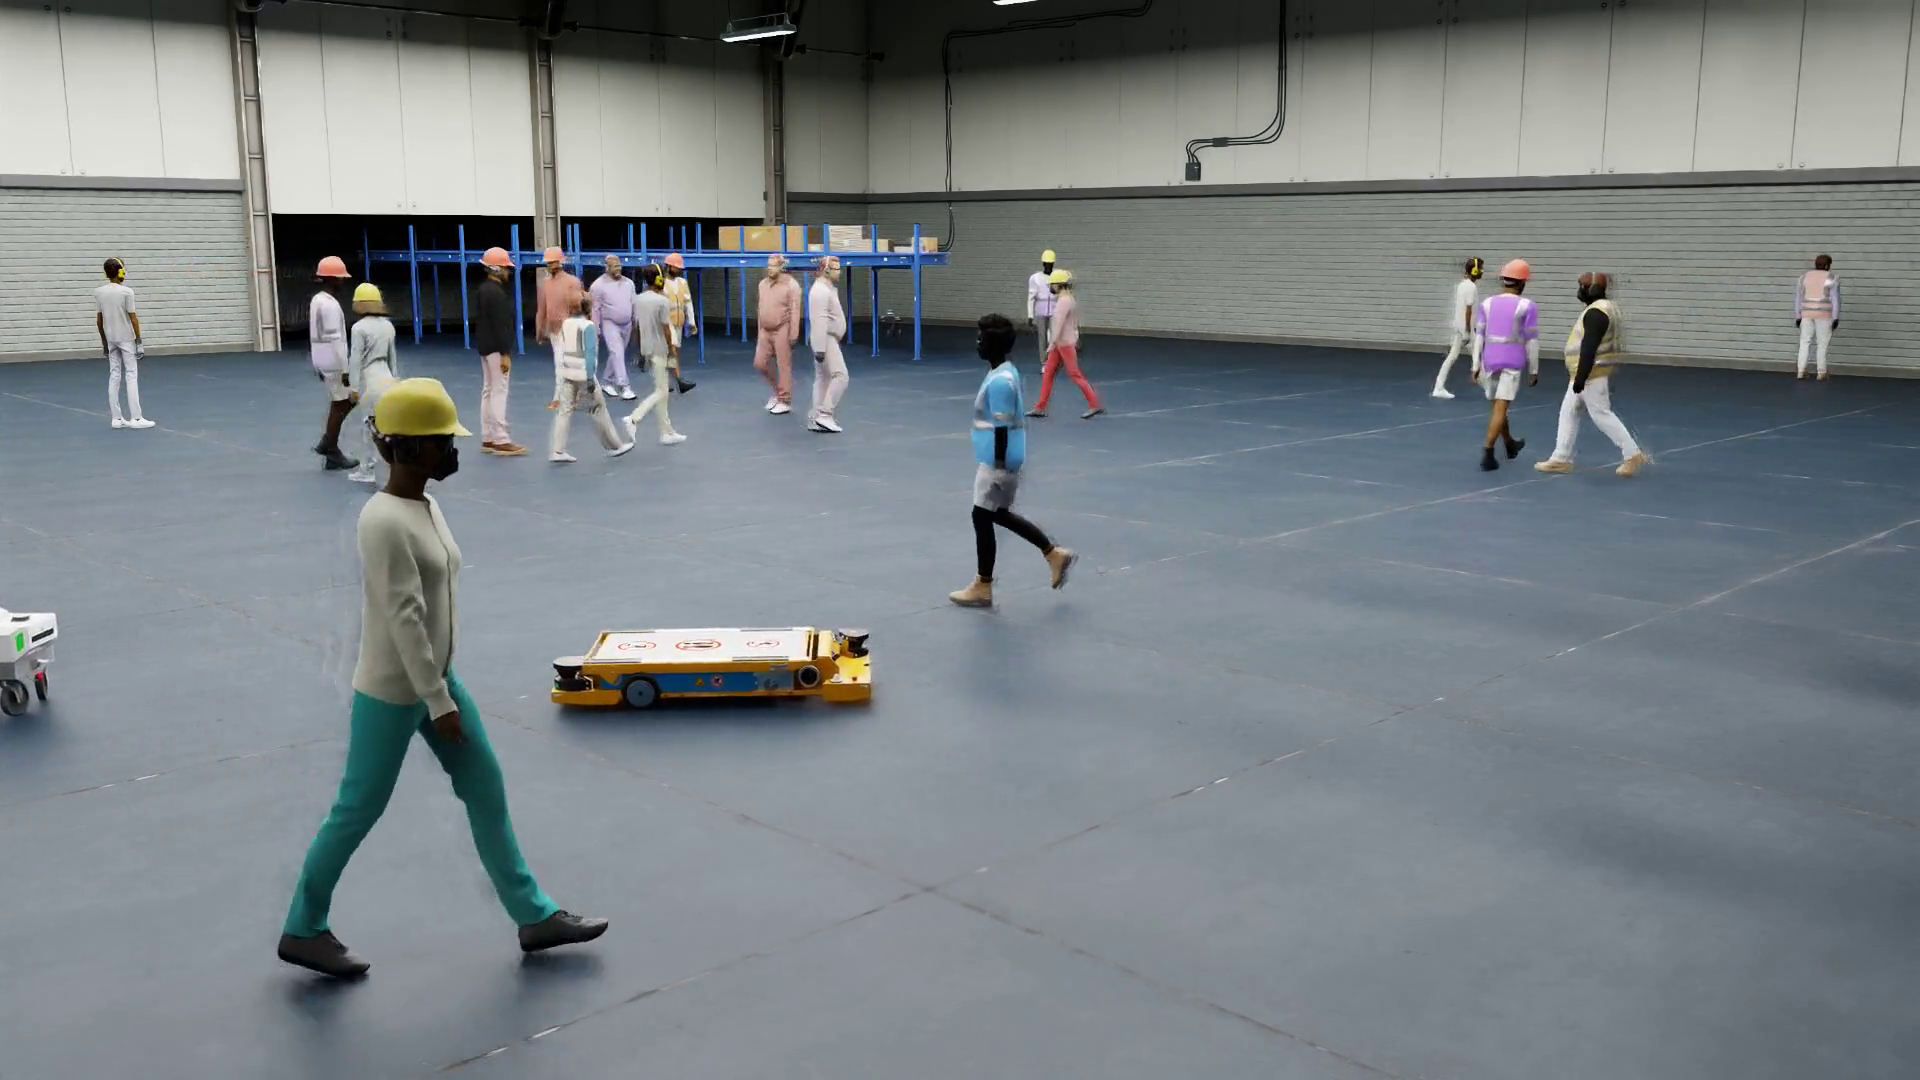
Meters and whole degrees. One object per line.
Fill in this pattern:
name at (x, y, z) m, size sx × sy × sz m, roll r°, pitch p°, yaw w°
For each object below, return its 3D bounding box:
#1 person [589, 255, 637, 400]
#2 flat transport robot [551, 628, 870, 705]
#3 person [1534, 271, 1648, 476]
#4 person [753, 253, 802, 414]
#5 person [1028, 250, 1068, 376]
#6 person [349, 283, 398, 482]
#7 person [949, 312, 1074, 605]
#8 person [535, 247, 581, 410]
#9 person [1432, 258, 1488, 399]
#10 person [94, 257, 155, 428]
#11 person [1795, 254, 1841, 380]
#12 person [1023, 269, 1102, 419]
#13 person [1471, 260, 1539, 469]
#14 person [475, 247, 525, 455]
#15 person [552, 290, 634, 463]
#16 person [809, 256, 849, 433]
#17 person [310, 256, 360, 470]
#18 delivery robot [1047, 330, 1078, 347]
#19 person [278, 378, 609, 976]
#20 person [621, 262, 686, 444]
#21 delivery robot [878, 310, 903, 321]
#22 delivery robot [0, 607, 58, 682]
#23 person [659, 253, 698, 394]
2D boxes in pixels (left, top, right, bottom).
person at (-4.483, -2.778, 21.687) m, size 0.983 × 1.866 × 0.651 m, roll 9°, pitch 14°, yaw 42°
flat transport robot at (-1.140, 0.581, 7.803) m, size 1.431 × 0.197 × 0.652 m, roll -1°, pitch 10°, yaw -4°
person at (5.657, -1.470, 14.721) m, size 0.909 × 1.812 × 0.625 m, roll 4°, pitch 11°, yaw 19°
person at (-2.188, -2.454, 19.795) m, size 0.670 × 1.894 × 0.432 m, roll 7°, pitch 13°, yaw 34°
person at (1.334, -3.428, 25.165) m, size 0.606 × 1.868 × 1.004 m, roll 0°, pitch 10°, yaw -1°
person at (-4.942, -1.330, 14.175) m, size 0.799 × 1.714 × 0.497 m, roll 3°, pitch 11°, yaw 18°
person at (0.295, -0.465, 9.541) m, size 0.649 × 1.677 × 0.538 m, roll 1°, pitch 10°, yaw 6°
person at (-4.900, -2.541, 20.074) m, size 0.665 × 1.962 × 0.793 m, roll 6°, pitch 12°, yaw 31°
person at (6.634, -2.747, 21.610) m, size 0.977 × 1.816 × 0.541 m, roll 0°, pitch 10°, yaw -3°
person at (-9.232, -2.172, 18.332) m, size 0.513 × 1.875 × 0.328 m, roll 2°, pitch 11°, yaw 11°
person at (12.686, -3.302, 24.583) m, size 0.429 × 1.840 × 0.633 m, roll -9°, pitch 13°, yaw -39°
person at (1.225, -2.272, 19.285) m, size 0.910 × 1.721 × 0.526 m, roll -1°, pitch 10°, yaw -4°
person at (5.057, -1.619, 15.300) m, size 0.563 × 1.873 × 1.023 m, roll 10°, pitch 15°, yaw 44°
person at (-4.492, -1.837, 16.169) m, size 0.396 × 1.992 × 0.622 m, roll -6°, pitch 12°, yaw -30°
person at (-3.499, -1.532, 15.580) m, size 0.538 × 1.586 × 0.848 m, roll 10°, pitch 14°, yaw 42°
person at (-1.388, -2.088, 17.814) m, size 0.494 × 1.888 × 0.660 m, roll -1°, pitch 10°, yaw -4°
person at (-5.665, -1.607, 15.116) m, size 0.411 × 1.917 × 0.562 m, roll -6°, pitch 12°, yaw -31°
delivery robot at (1.859, -3.702, 30.132) m, size 0.477 × 0.478 × 0.707 m, roll -4°, pitch 11°, yaw -21°
person at (-1.549, 0.402, 4.731) m, size 0.925 × 1.720 × 0.526 m, roll 0°, pitch 10°, yaw 1°
person at (-3.113, -1.875, 16.795) m, size 0.524 × 1.846 × 0.790 m, roll 9°, pitch 14°, yaw 41°
delivery robot at (-1.474, -4.740, 35.084) m, size 0.335 × 0.223 × 0.698 m, roll -8°, pitch 13°, yaw -37°
delivery robot at (-4.458, 0.455, 7.460) m, size 0.707 × 0.478 × 0.477 m, roll 0°, pitch 10°, yaw 0°
person at (-3.825, -2.904, 22.340) m, size 0.990 × 1.866 × 0.535 m, roll 9°, pitch 14°, yaw 42°
